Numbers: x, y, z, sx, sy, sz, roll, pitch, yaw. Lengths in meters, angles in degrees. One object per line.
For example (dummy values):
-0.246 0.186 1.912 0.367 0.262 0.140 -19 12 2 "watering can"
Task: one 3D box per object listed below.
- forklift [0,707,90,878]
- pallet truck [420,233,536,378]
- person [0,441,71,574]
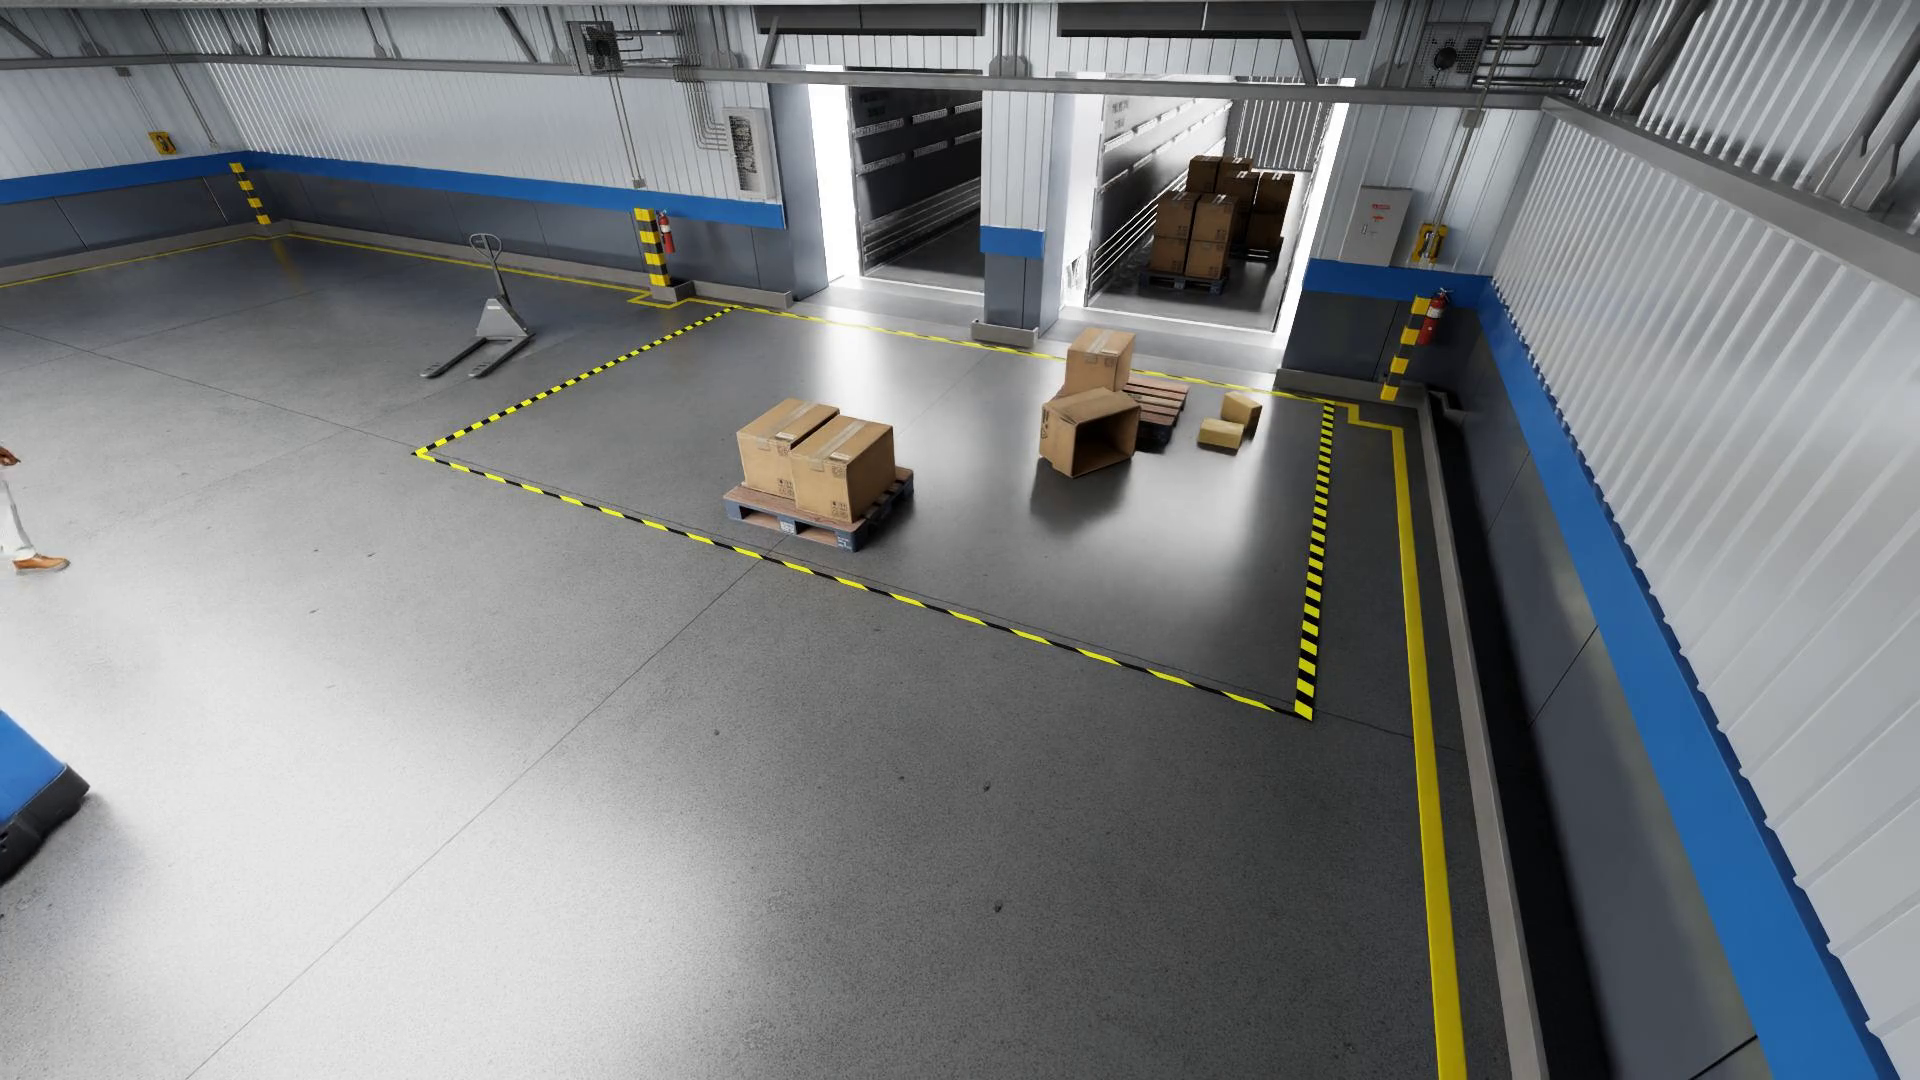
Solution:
-4.818 0.753 2.873 0.716 2.013 0.776 -2 36 -2 "forklift"
-5.664 -2.712 8.427 0.680 1.201 1.601 0 35 -1 "pallet truck"
-6.705 -0.491 4.742 0.469 1.897 0.760 7 36 10 "person"
